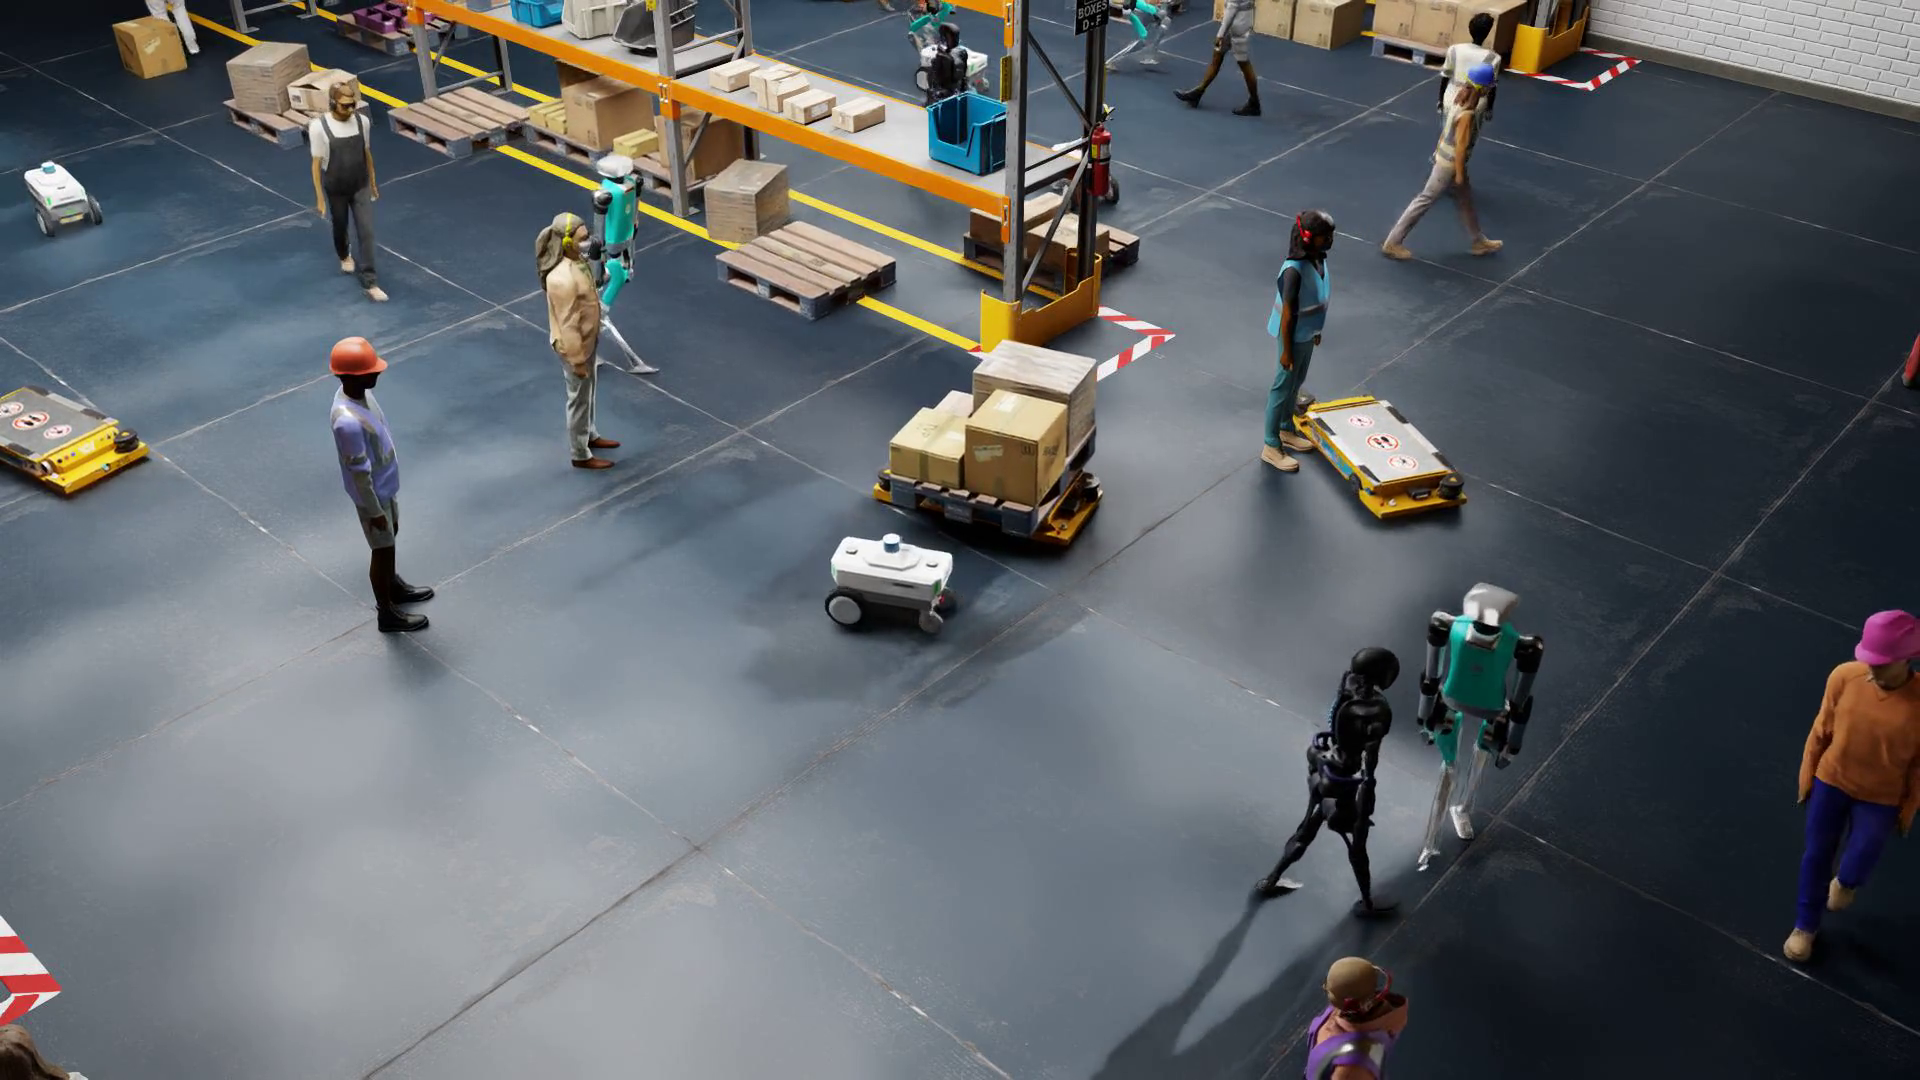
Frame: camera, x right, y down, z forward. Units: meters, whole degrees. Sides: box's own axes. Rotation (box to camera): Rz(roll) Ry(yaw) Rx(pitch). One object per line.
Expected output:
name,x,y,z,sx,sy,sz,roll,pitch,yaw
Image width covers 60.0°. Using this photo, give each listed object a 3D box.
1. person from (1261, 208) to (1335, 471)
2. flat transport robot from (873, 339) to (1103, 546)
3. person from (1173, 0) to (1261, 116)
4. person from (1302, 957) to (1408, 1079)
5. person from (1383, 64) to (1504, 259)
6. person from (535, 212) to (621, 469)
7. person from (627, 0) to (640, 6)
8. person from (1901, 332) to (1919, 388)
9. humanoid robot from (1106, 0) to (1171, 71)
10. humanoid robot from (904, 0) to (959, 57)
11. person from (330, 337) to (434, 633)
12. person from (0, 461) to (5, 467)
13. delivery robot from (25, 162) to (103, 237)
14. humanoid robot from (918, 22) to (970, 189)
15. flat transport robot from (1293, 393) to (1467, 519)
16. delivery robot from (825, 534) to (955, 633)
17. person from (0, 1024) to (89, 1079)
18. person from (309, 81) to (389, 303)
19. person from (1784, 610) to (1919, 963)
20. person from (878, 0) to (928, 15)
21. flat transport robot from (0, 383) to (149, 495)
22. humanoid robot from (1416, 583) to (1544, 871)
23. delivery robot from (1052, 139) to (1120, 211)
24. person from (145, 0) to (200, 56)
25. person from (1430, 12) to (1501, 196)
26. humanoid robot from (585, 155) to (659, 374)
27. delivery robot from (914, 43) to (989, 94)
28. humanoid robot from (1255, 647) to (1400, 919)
person,2.318,-1.388,11.412,0.391,1.871,0.524,20,39,26
flat transport robot,0.192,-0.355,11.324,1.431,0.231,0.659,15,37,20
person,2.730,-5.287,17.043,0.970,1.884,0.569,6,35,9
person,1.452,2.221,6.343,0.351,1.685,0.520,8,36,12
person,4.218,-3.217,14.205,1.035,1.703,0.489,8,35,11
person,-2.620,-1.355,11.374,0.390,1.871,0.549,0,35,0
person,-3.815,-6.903,19.619,0.460,1.612,0.879,-25,42,-32
person,7.411,-1.911,12.278,0.516,1.752,0.370,25,42,32
humanoid robot,1.991,-5.893,18.067,0.956,1.739,0.530,3,35,4
humanoid robot,-0.332,-5.825,17.939,0.696,1.774,0.550,19,39,25
person,-3.425,-0.324,9.820,0.377,1.928,0.541,-6,35,-8
person,-6.958,-1.233,11.216,0.404,1.836,0.598,15,37,21
delivery robot,-8.170,-3.109,15.079,0.499,0.613,0.814,-26,42,-32
humanoid robot,-0.150,-3.983,15.387,0.756,1.631,0.603,26,42,33
flat transport robot,2.921,-0.636,11.731,0.659,0.231,1.431,-10,36,-14
delivery robot,-0.443,0.234,10.226,0.775,0.601,0.499,9,36,13
person,-3.274,2.372,6.148,0.481,1.660,0.338,-16,38,-22
person,-5.068,-2.914,13.691,0.567,1.799,0.846,-25,42,-32
person,4.170,1.114,7.708,0.535,1.963,0.537,25,42,31
person,-0.666,-7.162,19.899,0.818,1.733,0.500,21,40,27
flat transport robot,-6.549,-0.740,11.883,1.431,0.231,0.659,20,39,26
humanoid robot,2.582,0.851,8.299,0.530,1.775,0.783,18,38,24
delivery robot,1.141,-3.423,15.534,0.499,0.614,0.817,-12,36,-17
person,-8.931,-6.238,18.440,0.662,1.872,0.529,-18,38,-24
person,4.680,-4.021,15.383,0.542,1.684,0.369,27,43,34
humanoid robot,-2.733,-2.064,12.518,0.883,1.770,0.574,15,37,20
delivery robot,-0.080,-5.109,17.961,0.782,0.594,0.499,20,39,26
humanoid robot,1.853,1.136,7.959,0.668,1.638,0.601,-3,35,-5
